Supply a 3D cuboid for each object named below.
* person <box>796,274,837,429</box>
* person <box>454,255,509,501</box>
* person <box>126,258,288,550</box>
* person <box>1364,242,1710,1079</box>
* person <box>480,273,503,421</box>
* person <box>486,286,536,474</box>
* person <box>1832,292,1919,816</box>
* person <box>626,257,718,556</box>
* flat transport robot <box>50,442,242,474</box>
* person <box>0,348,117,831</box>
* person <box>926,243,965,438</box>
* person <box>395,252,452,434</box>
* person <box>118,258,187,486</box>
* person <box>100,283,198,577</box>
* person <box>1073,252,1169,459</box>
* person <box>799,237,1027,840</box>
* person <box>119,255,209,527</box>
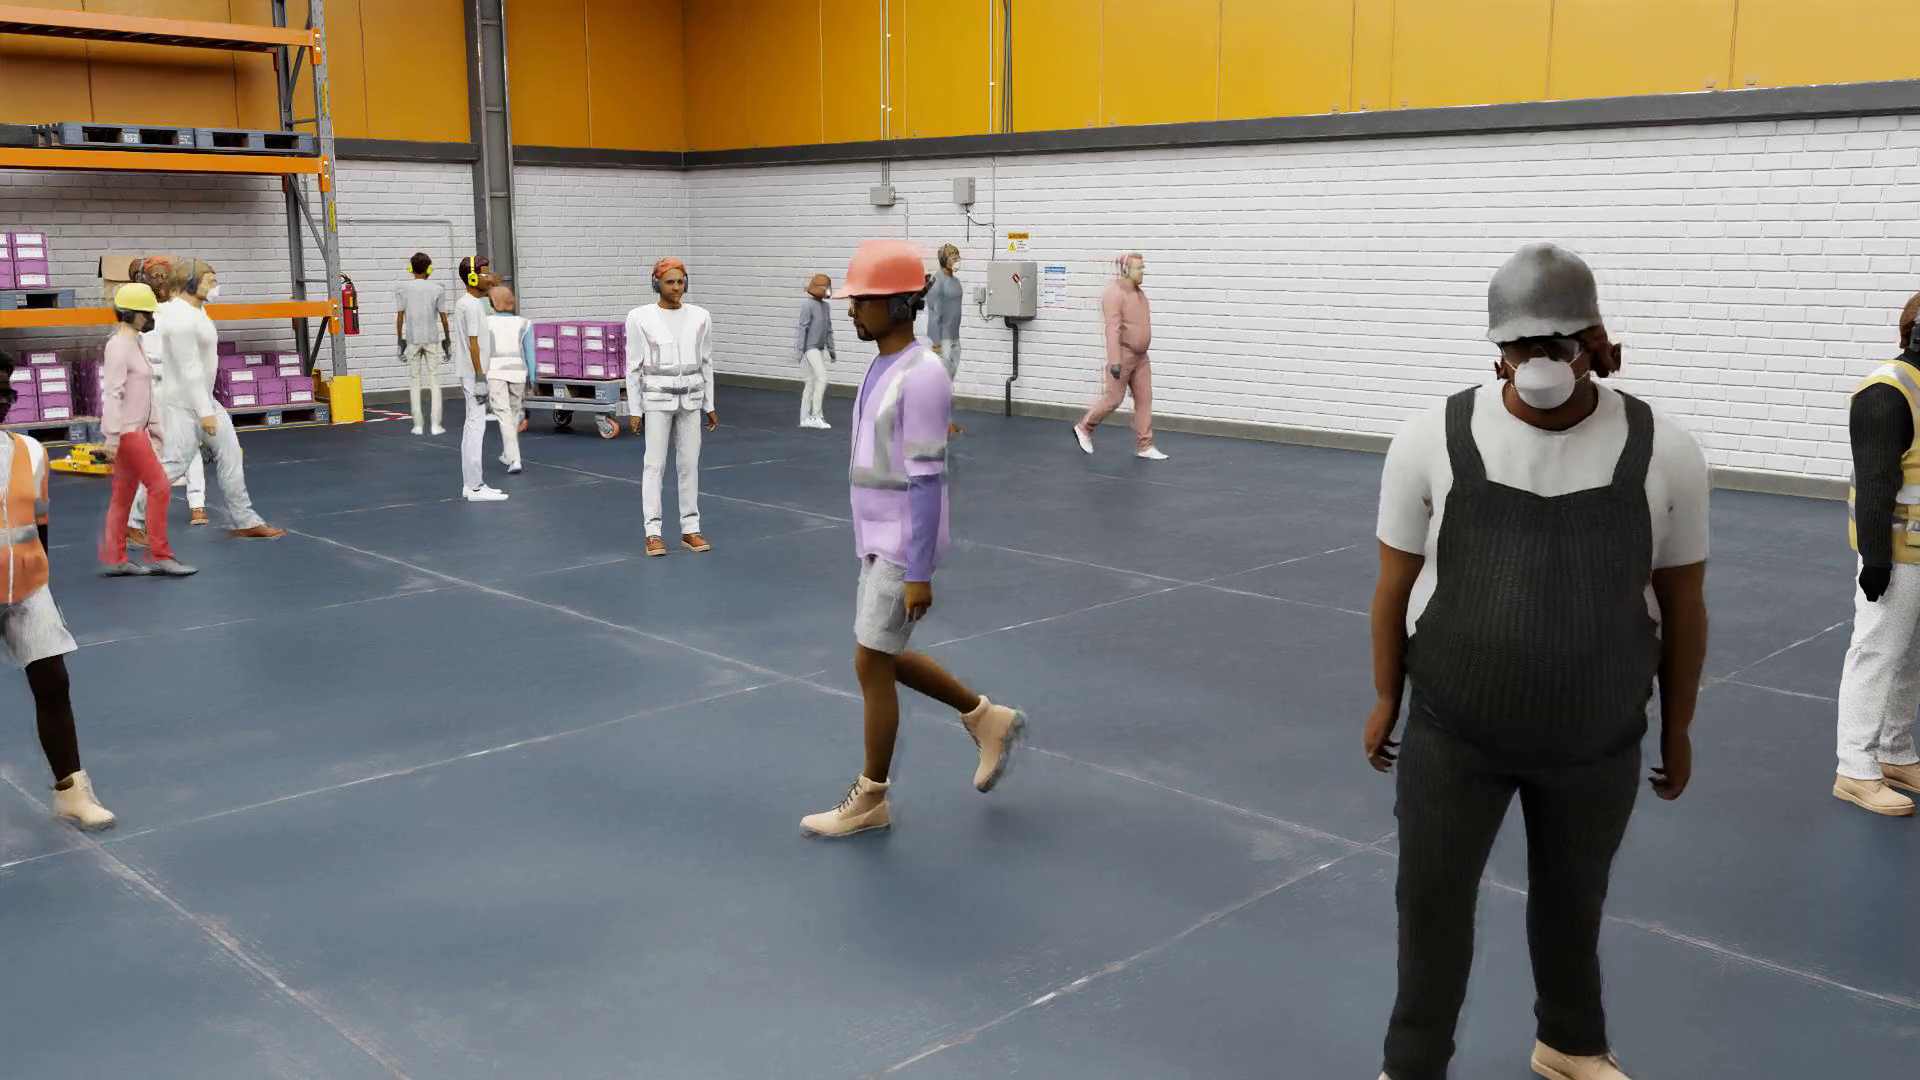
[{"bbox_3d":[-1.472,-1.971,17.442,0.546,1.605,0.516,4,11,19],"label":"person"},{"bbox_3d":[-3.698,-1.236,12.757,0.335,1.871,0.520,-4,11,-21],"label":"person"},{"bbox_3d":[-5.024,-0.877,10.781,1.033,1.889,0.633,-3,11,-14],"label":"person"},{"bbox_3d":[1.271,0.339,3.694,0.713,2.000,0.574,3,11,14],"label":"person"},{"bbox_3d":[-5.057,-2.098,18.158,0.486,1.608,0.509,-6,12,-32],"label":"person"},{"bbox_3d":[-3.908,-1.378,14.289,0.508,1.590,0.882,-6,12,-31],"label":"person"},{"bbox_3d":[3.381,0.037,5.888,0.636,1.840,0.429,-8,13,-36],"label":"person"},{"bbox_3d":[-1.829,-0.847,10.585,0.587,1.883,0.341,-6,12,-30],"label":"person"},{"bbox_3d":[-7.135,-0.780,14.627,0.652,0.197,1.431,5,12,26],"label":"flat transport robot"},{"bbox_3d":[-3.324,0.163,5.662,0.800,1.669,0.533,6,12,30],"label":"person"},{"bbox_3d":[-0.149,-2.006,16.761,0.353,1.937,0.635,4,11,21],"label":"person"},{"bbox_3d":[-5.457,-1.986,16.931,0.515,1.854,0.351,-2,11,-10],"label":"person"},{"bbox_3d":[-6.559,-1.354,13.487,0.430,1.840,0.620,-8,13,-37],"label":"person"},{"bbox_3d":[-4.788,-0.633,9.797,0.671,1.734,0.547,-3,11,-16],"label":"person"},{"bbox_3d":[1.479,-1.680,15.160,0.868,1.881,0.646,8,13,38],"label":"person"},{"bbox_3d":[-0.153,0.001,5.604,0.772,2.020,0.615,-3,11,-18],"label":"person"},{"bbox_3d":[-5.526,-1.031,11.597,0.584,1.882,0.348,-4,11,-20],"label":"person"}]
